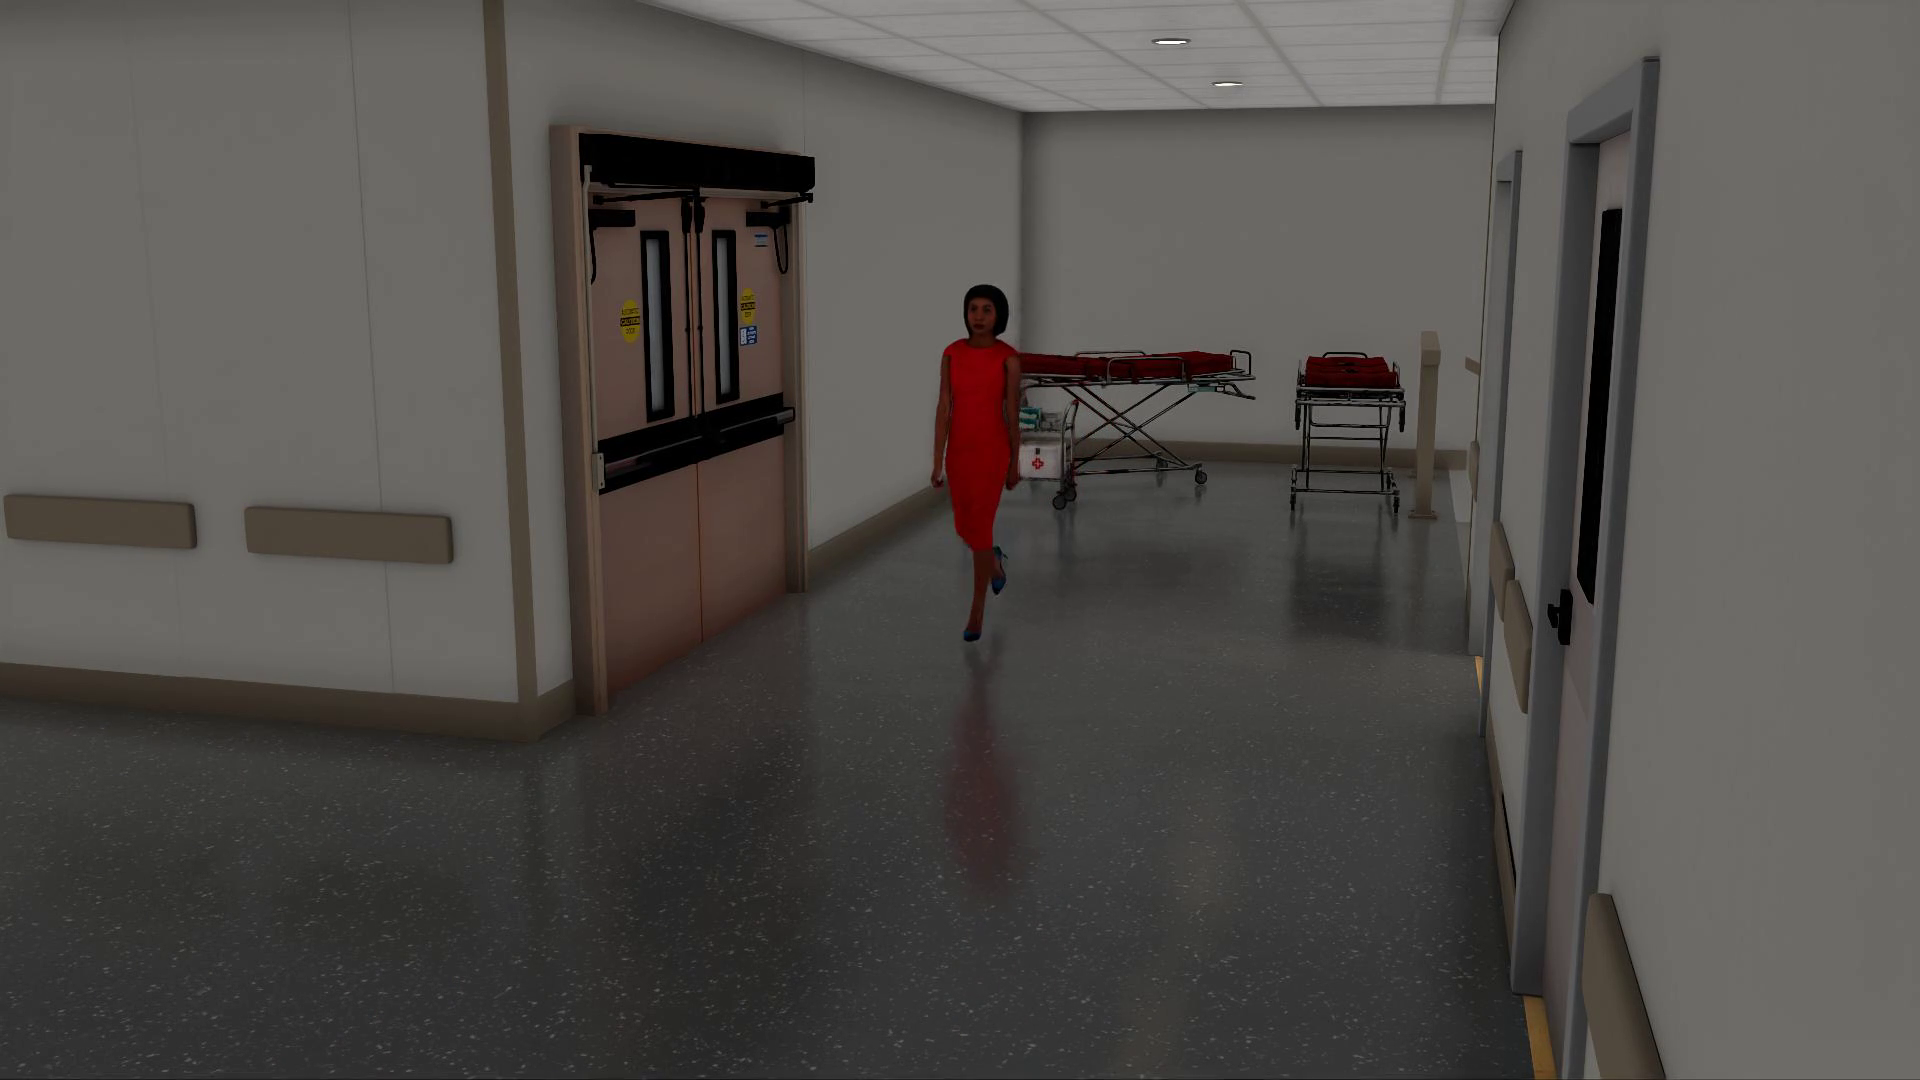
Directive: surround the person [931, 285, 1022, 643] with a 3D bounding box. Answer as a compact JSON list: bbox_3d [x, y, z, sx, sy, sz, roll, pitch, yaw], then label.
[{"bbox_3d":[0.109,-0.385,8.310,0.646,1.712,1.065,4,11,20],"label":"person"}]
